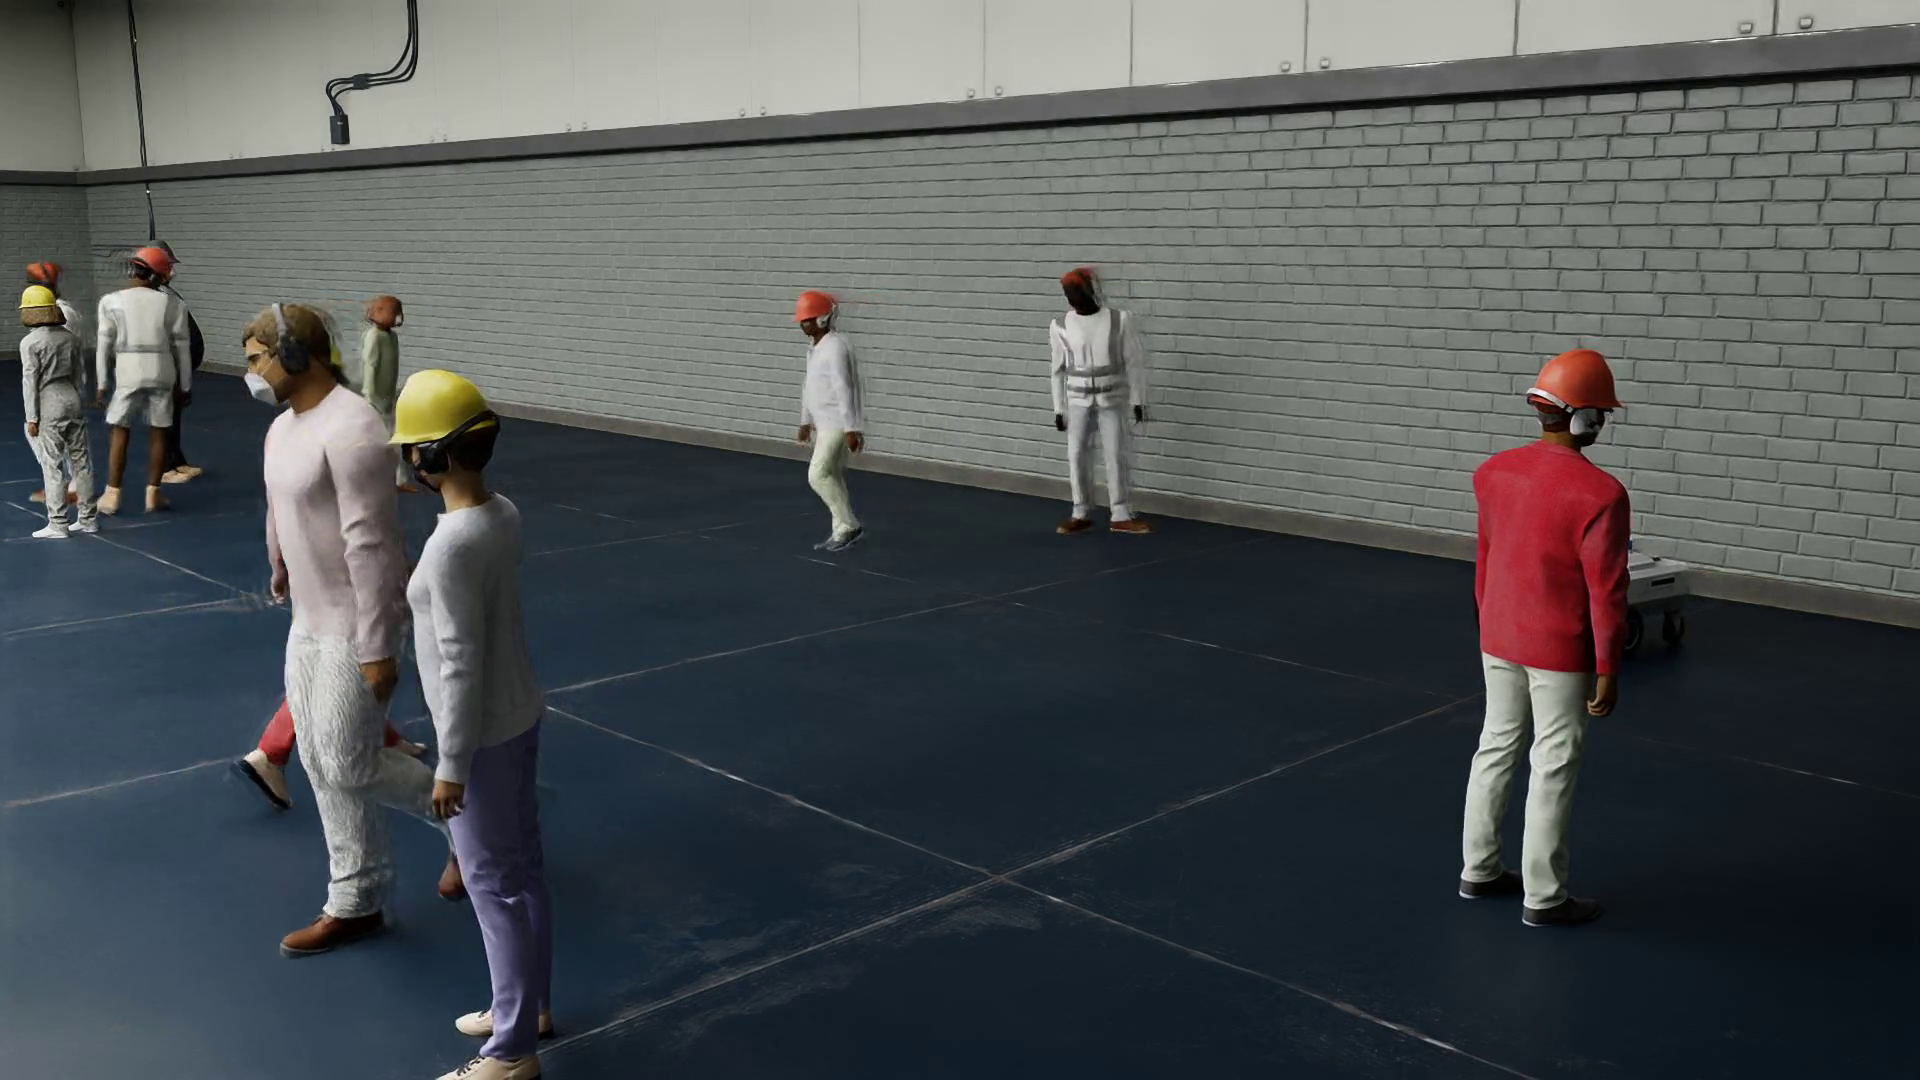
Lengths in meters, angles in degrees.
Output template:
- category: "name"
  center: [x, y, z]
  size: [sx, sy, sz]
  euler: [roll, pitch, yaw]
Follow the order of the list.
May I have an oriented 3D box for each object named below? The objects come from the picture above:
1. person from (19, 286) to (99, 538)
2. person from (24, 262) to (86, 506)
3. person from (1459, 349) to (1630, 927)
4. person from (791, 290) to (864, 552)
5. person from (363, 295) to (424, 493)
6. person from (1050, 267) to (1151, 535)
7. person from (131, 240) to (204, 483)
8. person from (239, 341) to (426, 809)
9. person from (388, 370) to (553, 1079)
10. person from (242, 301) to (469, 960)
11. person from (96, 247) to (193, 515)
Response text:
- category: "person"
  center: [-6.264, -0.879, 11.484]
  size: [0.320, 1.737, 0.485]
  euler: [3, 11, 17]
- category: "person"
  center: [-6.948, -1.173, 12.696]
  size: [0.603, 1.872, 0.503]
  euler: [9, 14, 40]
- category: "person"
  center: [1.786, 0.299, 5.031]
  size: [0.342, 1.746, 0.568]
  euler: [-5, 12, -27]
- category: "person"
  center: [-0.875, -0.769, 10.910]
  size: [0.448, 1.724, 0.570]
  euler: [-3, 11, -18]
- category: "person"
  center: [-4.726, -1.158, 13.335]
  size: [0.680, 1.606, 0.515]
  euler: [1, 10, 4]
- category: "person"
  center: [0.992, -0.940, 11.496]
  size: [0.741, 1.864, 0.349]
  euler: [1, 10, 8]
- category: "person"
  center: [-6.688, -1.512, 14.090]
  size: [0.537, 2.000, 0.682]
  euler: [-2, 11, -10]
- category: "person"
  center: [-2.400, 0.091, 6.203]
  size: [0.539, 1.723, 0.847]
  euler: [6, 12, 30]
- category: "person"
  center: [-1.185, 0.471, 4.041]
  size: [0.329, 1.764, 0.524]
  euler: [0, 10, -1]
- category: "person"
  center: [-1.729, 0.252, 4.885]
  size: [0.607, 1.901, 0.651]
  euler: [-9, 14, -40]
- category: "person"
  center: [-6.169, -1.195, 12.506]
  size: [0.755, 1.987, 0.466]
  euler: [-6, 12, -29]
